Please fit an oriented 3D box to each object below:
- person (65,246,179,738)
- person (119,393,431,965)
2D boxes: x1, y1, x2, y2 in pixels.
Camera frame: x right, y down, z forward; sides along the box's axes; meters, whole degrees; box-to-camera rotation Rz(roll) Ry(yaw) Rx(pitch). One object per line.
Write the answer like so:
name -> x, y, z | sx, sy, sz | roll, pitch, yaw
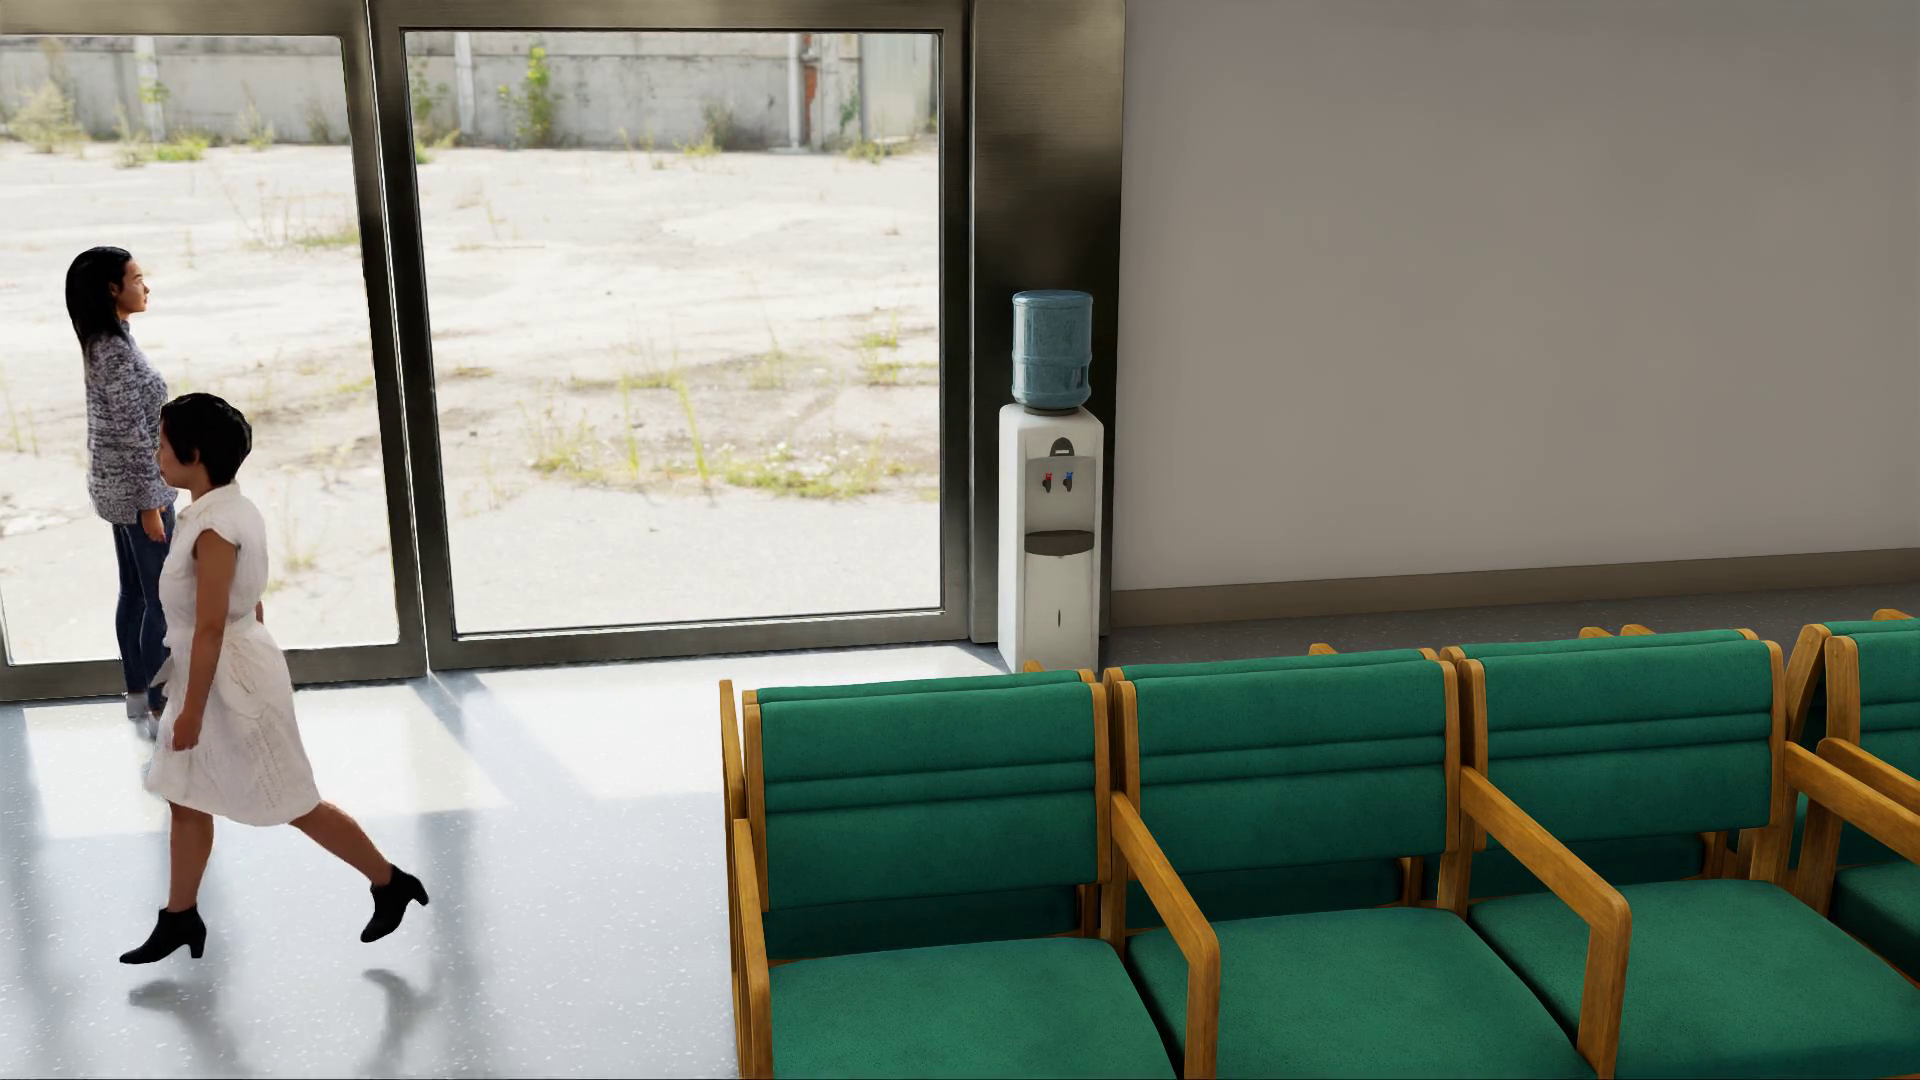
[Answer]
person -> -2.965, -0.174, 5.927 | 0.758, 1.734, 0.626 | -10, 19, -33
person -> -1.783, 0.401, 4.281 | 0.744, 1.520, 0.985 | -6, 17, -21
